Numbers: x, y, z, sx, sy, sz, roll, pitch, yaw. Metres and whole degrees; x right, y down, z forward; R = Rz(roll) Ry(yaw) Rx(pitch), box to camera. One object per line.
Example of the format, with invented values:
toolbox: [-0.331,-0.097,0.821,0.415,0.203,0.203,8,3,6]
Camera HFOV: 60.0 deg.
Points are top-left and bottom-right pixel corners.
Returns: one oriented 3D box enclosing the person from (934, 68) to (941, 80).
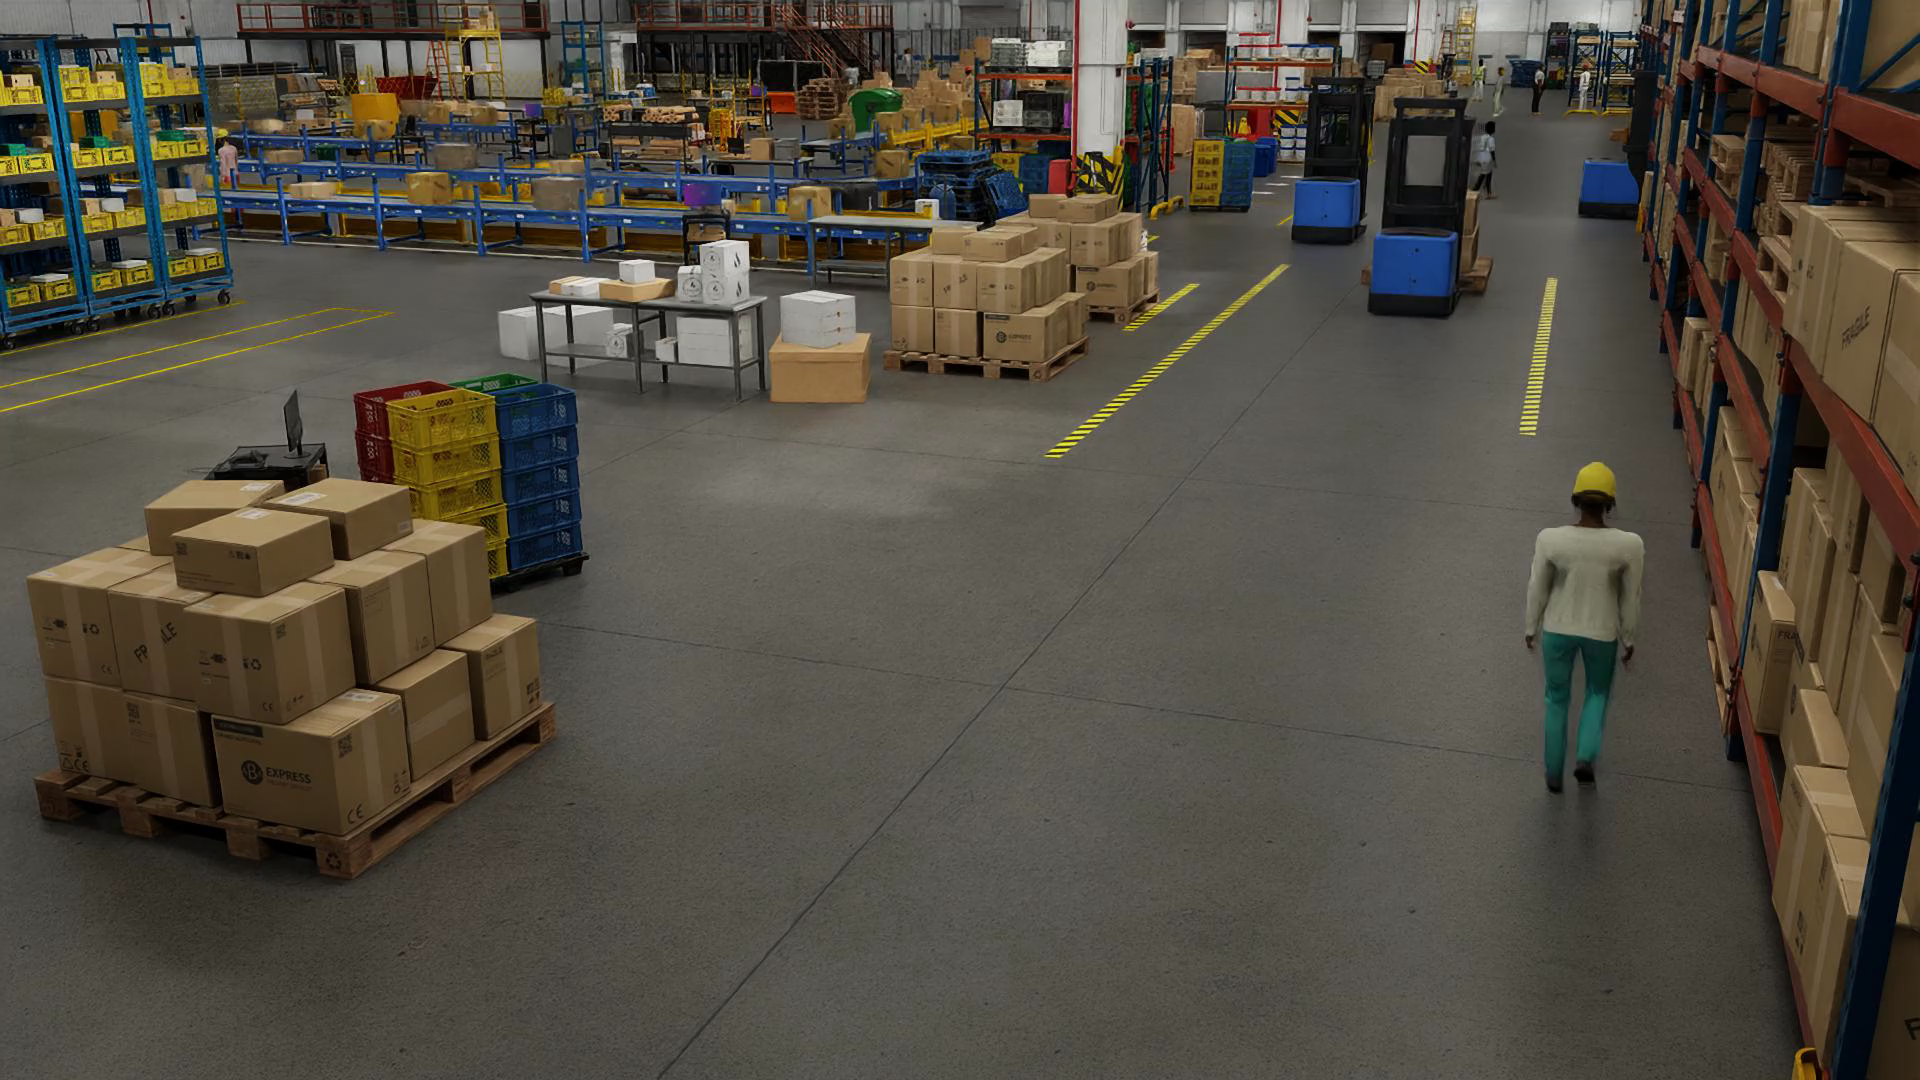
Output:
person: [-0.914,-17.803,65.905,0.364,1.754,0.544,13,22,35]

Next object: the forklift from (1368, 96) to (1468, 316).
forklift: [6.235,-4.543,22.429,1.129,2.768,1.873,6,19,19]

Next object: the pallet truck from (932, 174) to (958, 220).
pallet truck: [-0.507,-5.292,27.348,0.653,1.274,1.630,6,19,19]

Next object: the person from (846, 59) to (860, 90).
person: [-4.631,-19.767,71.779,0.625,1.950,0.698,-9,20,-26]

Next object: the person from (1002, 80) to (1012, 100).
person: [1.920,-18.063,66.527,0.821,1.891,0.595,2,18,6]

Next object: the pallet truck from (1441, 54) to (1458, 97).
pallet truck: [22.765,-21.886,78.355,0.823,1.965,1.885,-4,18,-14]

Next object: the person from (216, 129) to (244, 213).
person: [-14.010,-6.976,31.887,0.311,1.768,0.524,3,18,9]

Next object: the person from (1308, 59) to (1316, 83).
person: [19.760,-26.634,93.278,0.381,1.995,0.612,6,19,18]

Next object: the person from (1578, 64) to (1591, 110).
person: [24.810,-17.957,66.196,0.579,1.884,0.352,-15,23,-38]

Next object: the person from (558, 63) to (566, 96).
person: [-17.067,-19.623,71.591,0.983,1.800,0.516,-4,18,-13]

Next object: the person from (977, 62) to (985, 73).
person: [0.886,-20.842,75.396,0.562,1.810,0.971,16,24,41]

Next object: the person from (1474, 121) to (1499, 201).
person: [11.351,-8.096,35.549,0.752,1.661,0.546,-1,18,-3]

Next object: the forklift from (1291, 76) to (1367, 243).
forklift: [6.598,-6.755,29.381,1.129,2.768,1.873,6,19,19]

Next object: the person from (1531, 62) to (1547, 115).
person: [22.691,-17.690,65.102,0.536,2.000,0.683,2,18,5]

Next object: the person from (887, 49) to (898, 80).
person: [-3.852,-26.970,94.489,0.606,1.897,0.983,-8,19,-24]

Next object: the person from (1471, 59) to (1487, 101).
person: [23.410,-20.730,74.978,0.429,1.842,0.635,-12,21,-34]

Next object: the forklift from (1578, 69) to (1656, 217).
forklift: [13.219,-7.740,32.475,1.873,2.768,1.129,6,19,18]

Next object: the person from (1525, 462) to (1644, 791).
person: [3.179,0.455,8.538,0.545,1.754,0.364,6,19,17]

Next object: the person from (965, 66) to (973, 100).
person: [0.325,-16.986,63.057,0.355,1.939,0.543,-1,18,-4]

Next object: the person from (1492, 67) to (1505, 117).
person: [20.770,-17.256,64.038,0.487,1.856,0.559,-5,18,-14]

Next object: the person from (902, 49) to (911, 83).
person: [-2.994,-26.899,94.373,0.662,1.832,0.897,-7,19,-20]
